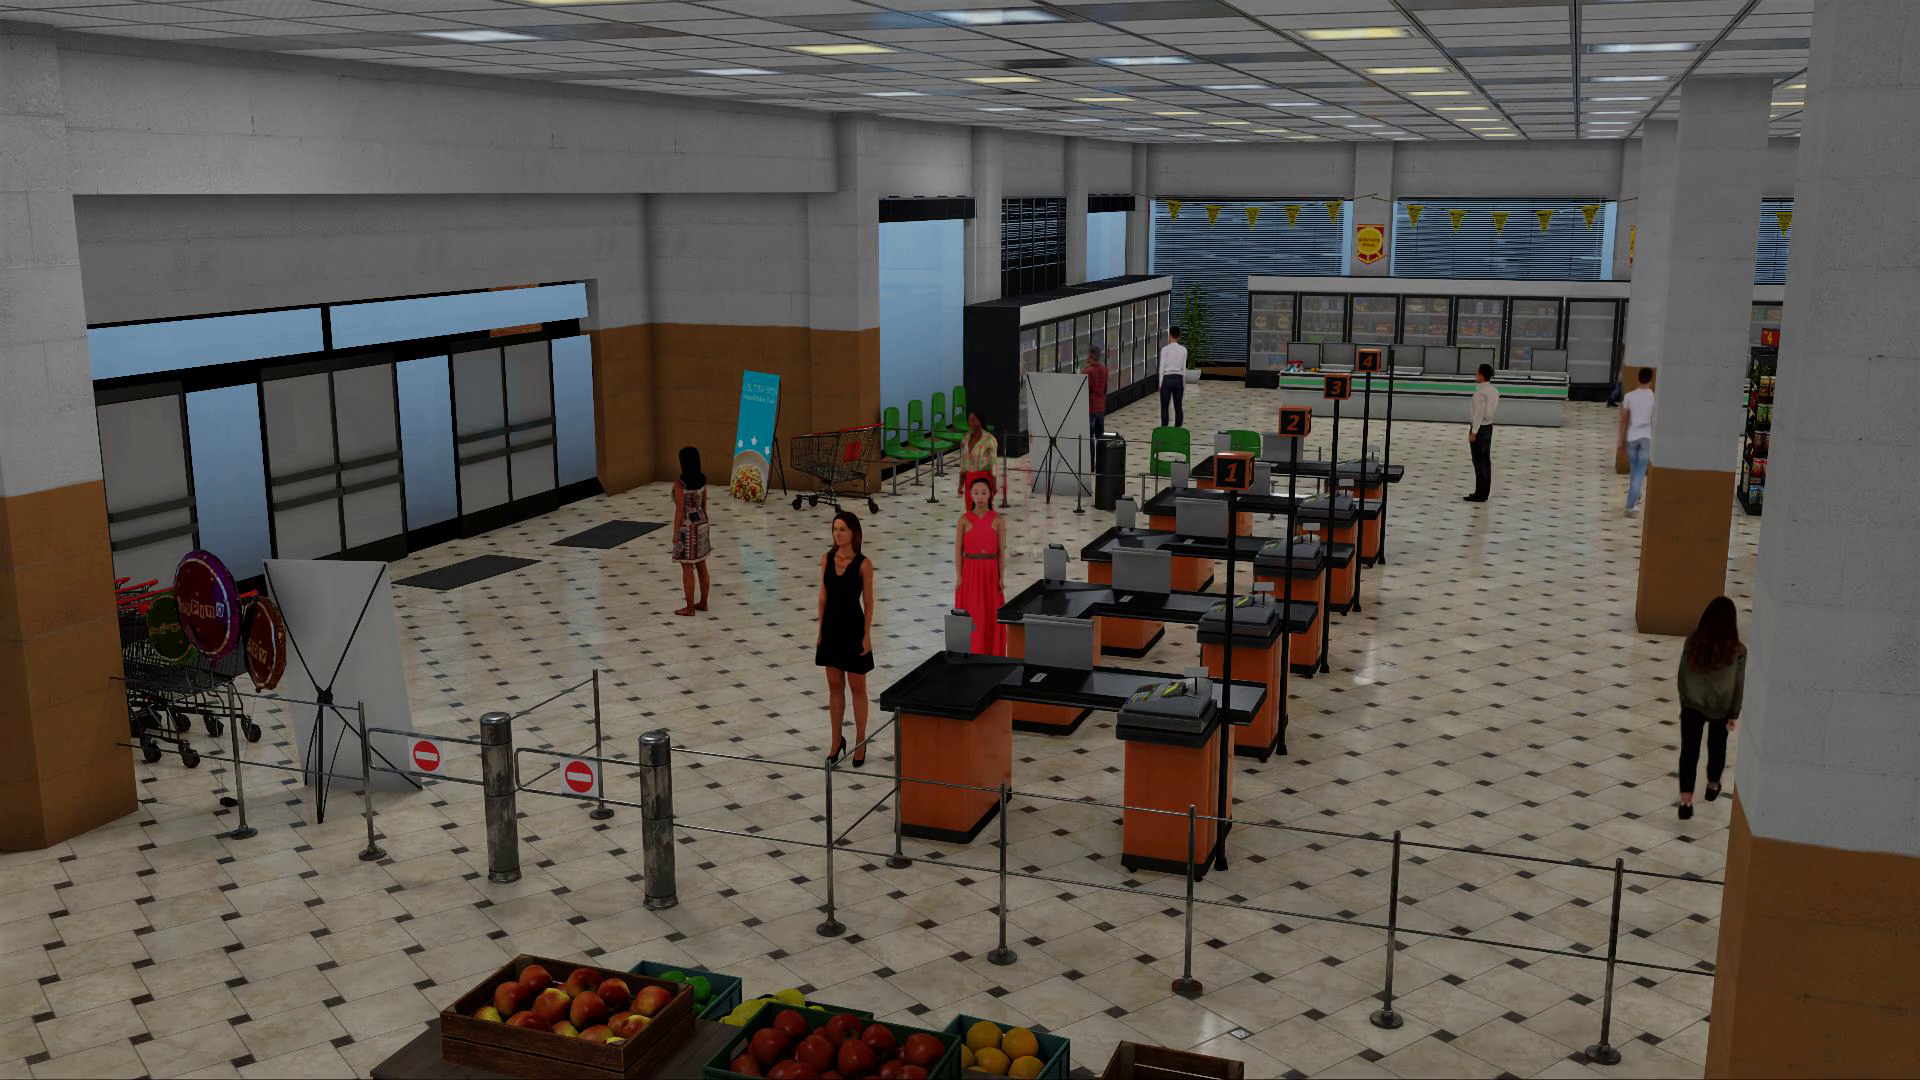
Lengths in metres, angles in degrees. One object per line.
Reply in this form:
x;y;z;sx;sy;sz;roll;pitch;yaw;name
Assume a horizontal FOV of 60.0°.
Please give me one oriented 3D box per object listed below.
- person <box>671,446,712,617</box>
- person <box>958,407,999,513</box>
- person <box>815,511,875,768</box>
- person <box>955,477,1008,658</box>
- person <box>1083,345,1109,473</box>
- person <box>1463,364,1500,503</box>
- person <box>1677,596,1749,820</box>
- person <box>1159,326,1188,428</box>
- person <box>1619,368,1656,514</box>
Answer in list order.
-2.585;-0.097;16.015;0.600;1.645;0.692;7;14;31;person
0.253;-0.539;17.778;0.726;1.783;0.758;9;15;36;person
-0.803;0.704;11.751;0.468;1.835;0.647;5;13;23;person
0.164;0.332;13.775;0.652;1.728;0.763;-1;12;-6;person
1.949;-1.917;24.207;0.714;1.831;0.759;11;16;43;person
6.866;-1.413;21.861;0.674;1.812;0.727;9;15;38;person
4.806;1.120;10.747;0.997;1.434;0.743;7;14;30;person
3.485;-2.570;27.237;0.695;1.860;0.781;-3;12;-13;person
8.536;-1.208;20.910;1.184;1.801;1.015;10;16;40;person
